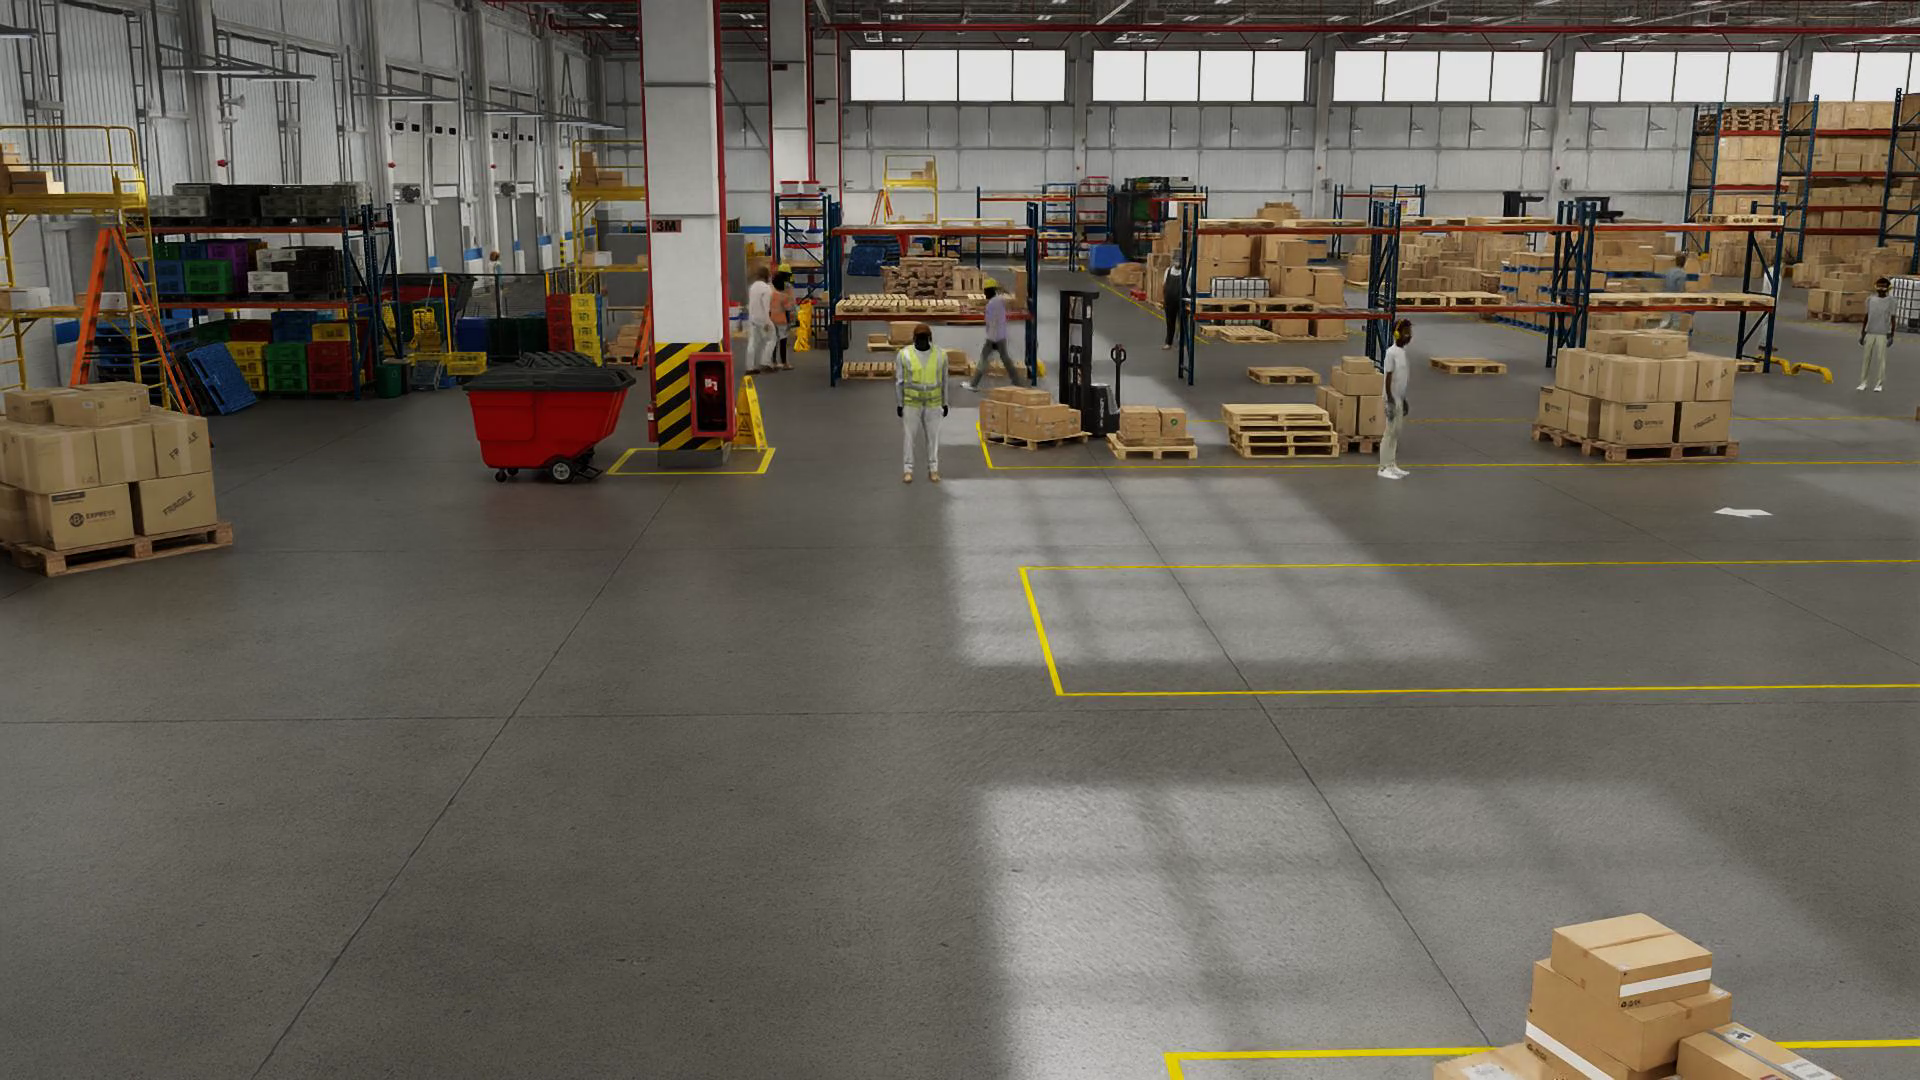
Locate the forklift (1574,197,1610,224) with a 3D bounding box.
[{"bbox_3d":[18.727,-8.824,49.561,1.129,2.768,1.873,-1,13,-3],"label":"forklift"}]

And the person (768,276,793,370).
[{"bbox_3d":[-3.285,-3.925,30.127,0.536,1.699,0.322,8,15,33],"label":"person"}]

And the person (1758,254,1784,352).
[{"bbox_3d":[16.262,-4.755,33.332,0.372,1.940,0.632,3,13,15],"label":"person"}]

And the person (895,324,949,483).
[{"bbox_3d":[-0.430,-1.575,19.203,0.625,1.840,0.430,-2,13,-8],"label":"person"}]

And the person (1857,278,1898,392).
[{"bbox_3d":[15.013,-3.361,27.229,0.334,1.860,0.509,-12,17,-43],"label":"person"}]

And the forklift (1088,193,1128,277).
[{"bbox_3d":[5.431,-10.447,56.891,1.873,2.768,1.129,-2,13,-9],"label":"forklift"}]

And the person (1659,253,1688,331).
[{"bbox_3d":[14.459,-4.835,33.721,0.540,1.929,0.641,-2,13,-7],"label":"person"}]

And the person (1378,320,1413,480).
[{"bbox_3d":[5.139,-1.644,19.503,0.330,1.857,0.574,9,15,36],"label":"person"}]

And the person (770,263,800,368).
[{"bbox_3d":[-3.187,-4.121,30.536,0.597,1.908,0.638,11,17,42],"label":"person"}]

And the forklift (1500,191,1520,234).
[{"bbox_3d":[20.772,-11.780,62.906,1.873,2.768,1.129,0,12,-2],"label":"forklift"}]

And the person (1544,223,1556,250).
[{"bbox_3d":[18.887,-9.101,52.971,0.548,1.934,0.372,3,13,13],"label":"person"}]

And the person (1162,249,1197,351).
[{"bbox_3d":[4.353,-4.802,33.315,0.688,2.000,0.536,7,14,29],"label":"person"}]

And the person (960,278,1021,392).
[{"bbox_3d":[0.554,-3.306,26.972,1.038,1.861,0.578,6,14,26],"label":"person"}]

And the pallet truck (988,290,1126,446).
[{"bbox_3d":[1.257,-2.299,22.111,1.885,1.965,0.823,-9,15,-35],"label":"pallet truck"}]

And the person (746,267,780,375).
[{"bbox_3d":[-3.517,-3.868,29.427,0.674,1.899,0.637,-10,16,-39],"label":"person"}]

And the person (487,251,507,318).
[{"bbox_3d":[-11.410,-6.265,40.859,0.525,1.632,0.323,12,17,43],"label":"person"}]
